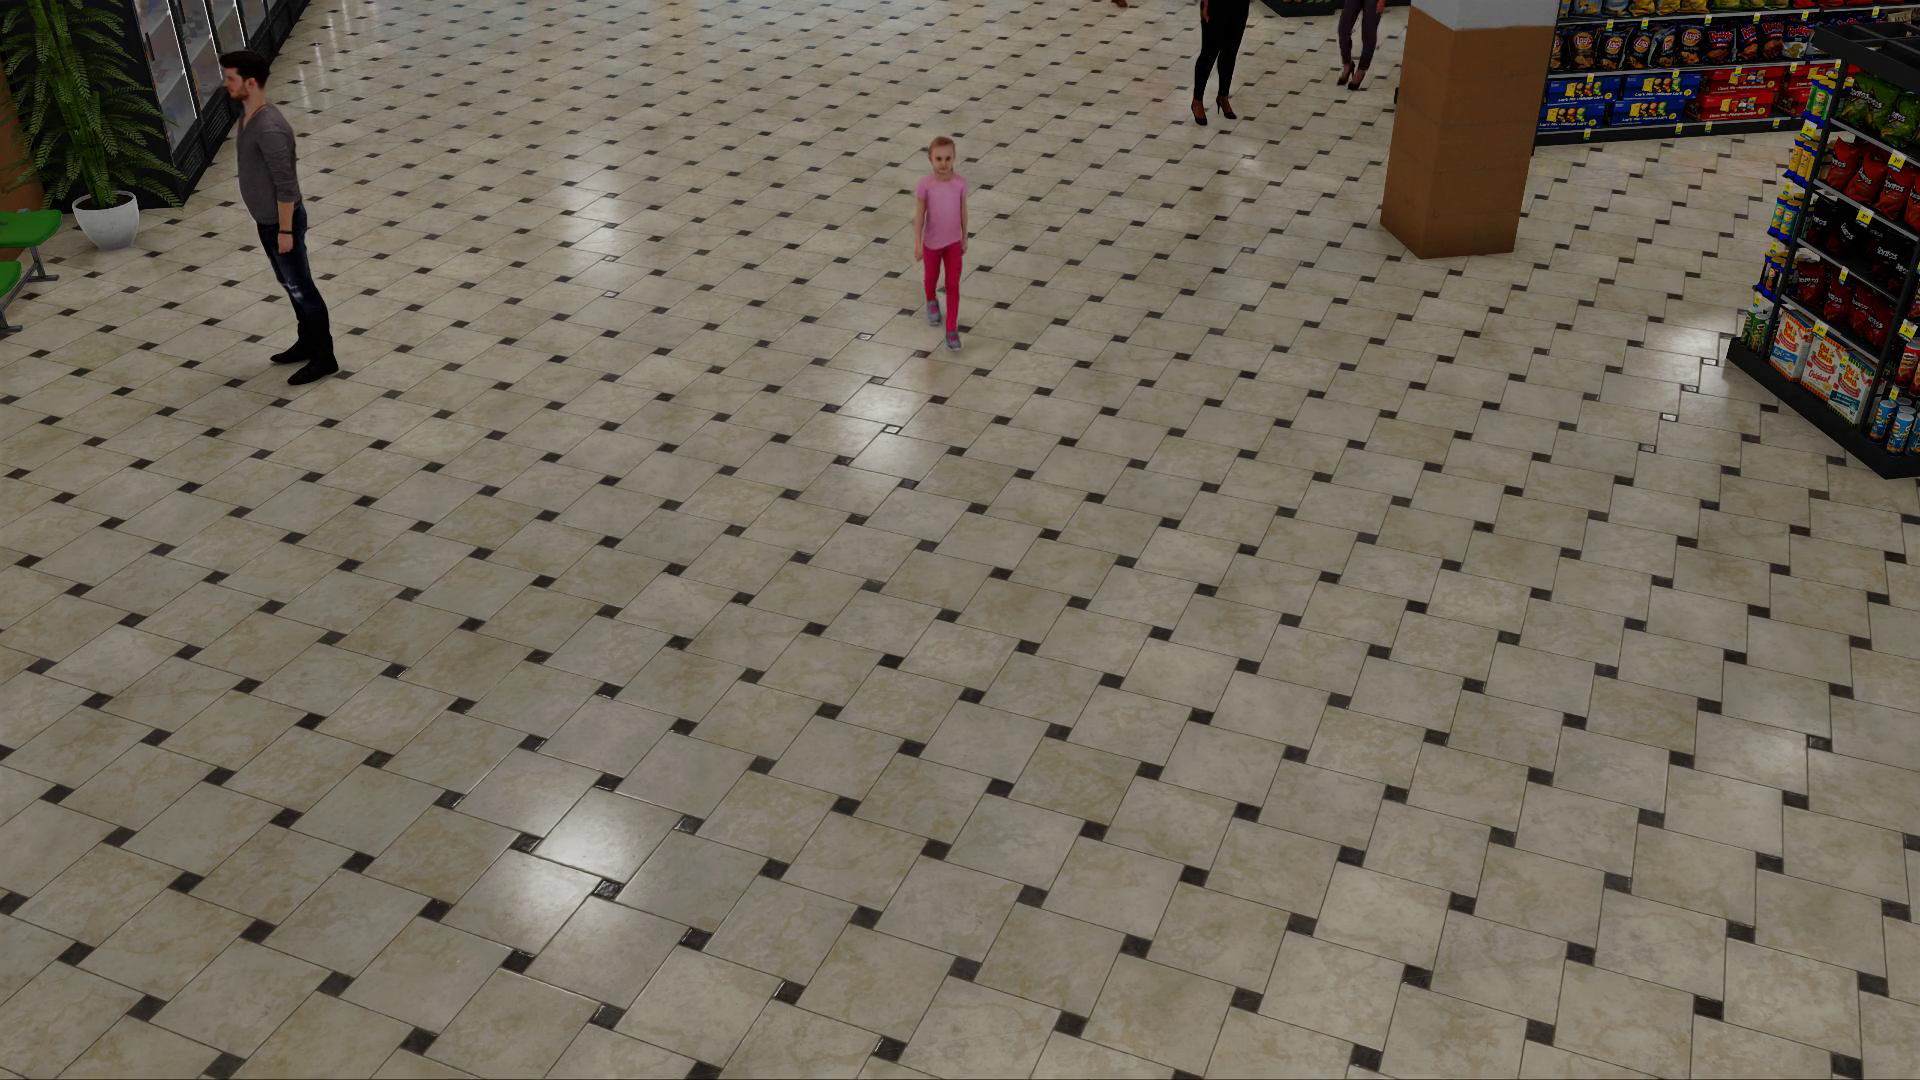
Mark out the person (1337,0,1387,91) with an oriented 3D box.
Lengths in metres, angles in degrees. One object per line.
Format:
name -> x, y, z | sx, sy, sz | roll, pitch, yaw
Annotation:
person -> 3.576, -4.698, 14.335 | 0.787, 1.644, 0.744 | -27, 41, -36

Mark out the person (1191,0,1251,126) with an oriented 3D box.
person -> 2.150, -4.349, 13.588 | 0.656, 1.841, 0.785 | -17, 36, -26

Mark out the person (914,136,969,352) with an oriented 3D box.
person -> -0.123, -1.843, 10.115 | 0.828, 1.255, 0.552 | -6, 32, -9

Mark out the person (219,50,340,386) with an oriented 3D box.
person -> -3.882, -1.843, 9.502 | 0.742, 1.904, 0.763 | -20, 37, -29
